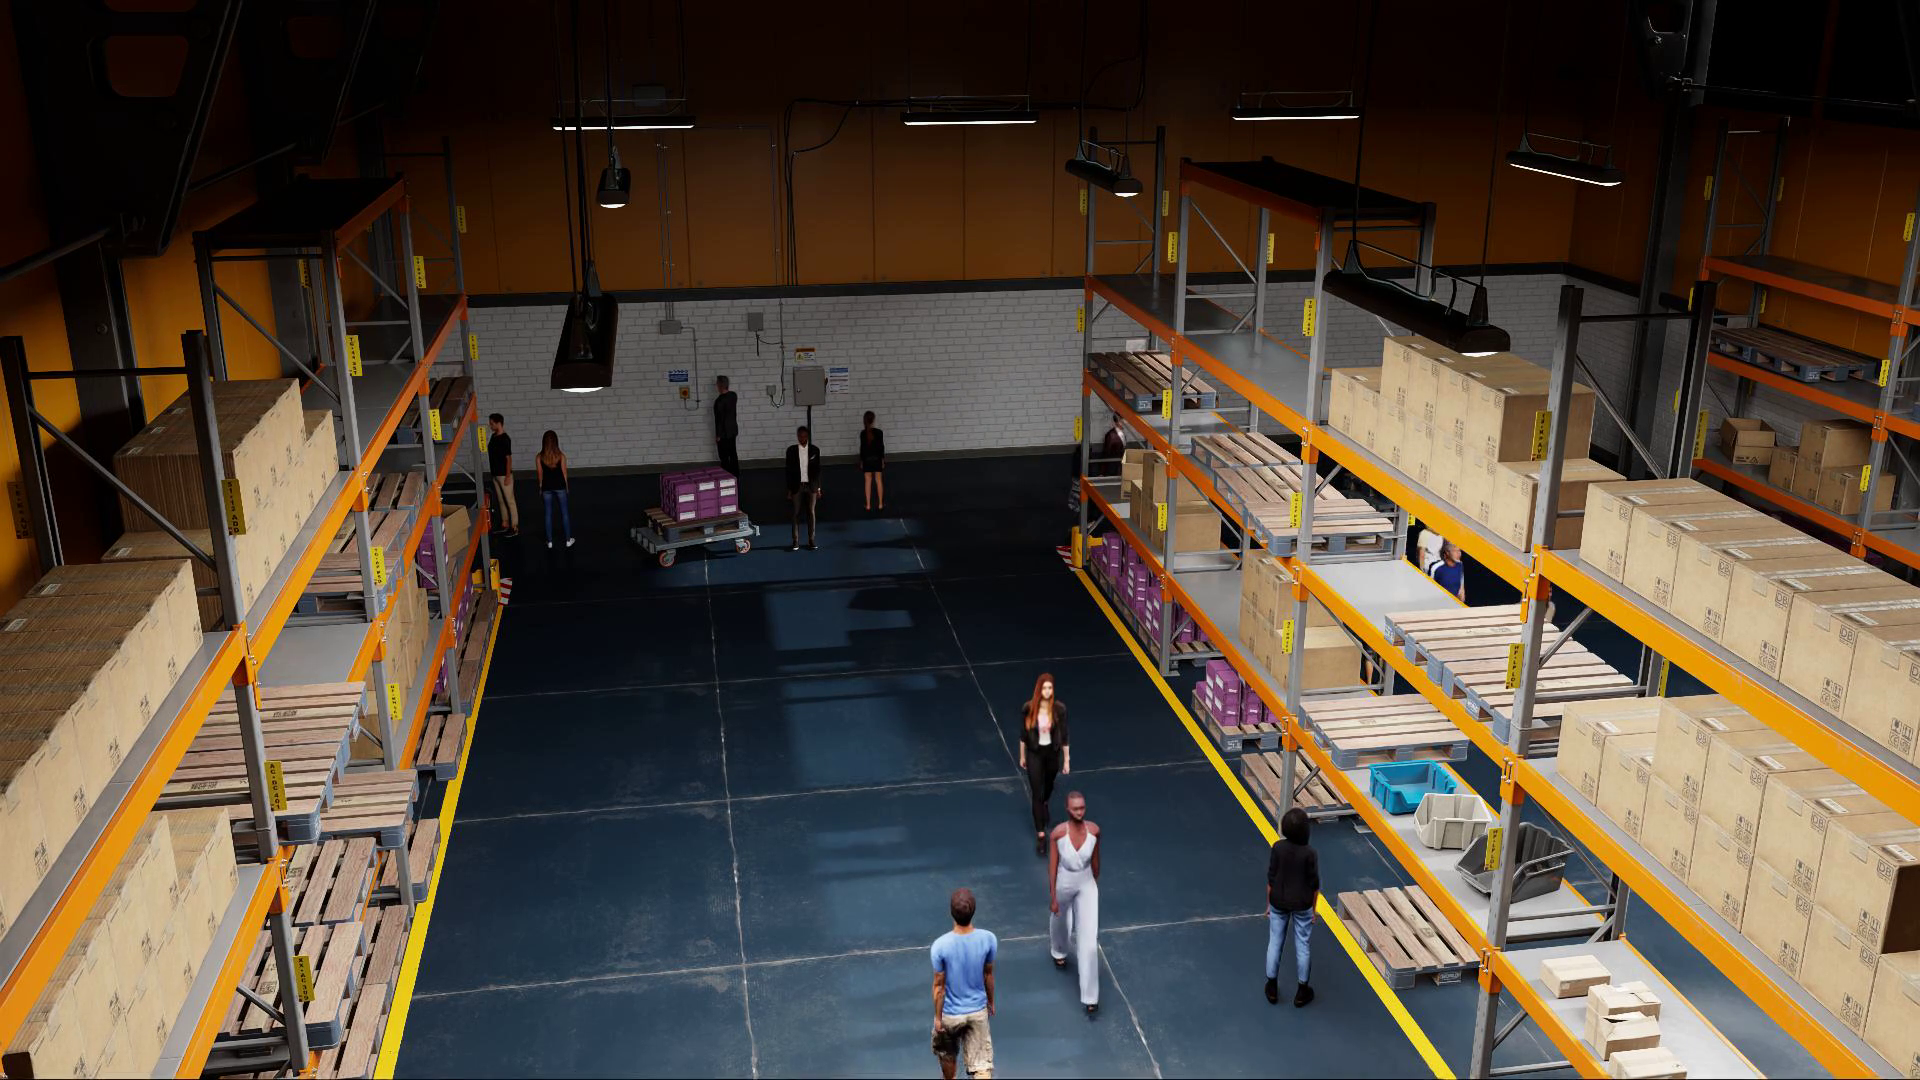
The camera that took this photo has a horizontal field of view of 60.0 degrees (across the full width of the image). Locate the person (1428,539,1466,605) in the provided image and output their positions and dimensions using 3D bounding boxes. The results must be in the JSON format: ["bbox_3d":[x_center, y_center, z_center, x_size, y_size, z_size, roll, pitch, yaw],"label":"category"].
[{"bbox_3d":[5.503,0.801,19.223,0.855,1.808,1.053,-11,21,-29],"label":"person"}]

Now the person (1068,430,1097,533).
[{"bbox_3d":[1.860,-0.923,24.470,0.760,1.726,0.679,2,19,6],"label":"person"}]

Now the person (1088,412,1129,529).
[{"bbox_3d":[2.175,-1.029,24.667,1.135,1.802,1.182,5,19,15],"label":"person"}]

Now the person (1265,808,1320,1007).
[{"bbox_3d":[2.621,2.898,13.164,0.665,1.701,0.689,7,20,19],"label":"person"}]

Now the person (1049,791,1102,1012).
[{"bbox_3d":[0.881,2.811,13.390,0.604,1.722,1.154,-3,19,-8],"label":"person"}]

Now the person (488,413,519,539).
[{"bbox_3d":[-6.715,-0.971,24.418,0.772,1.850,0.659,-17,25,-41],"label":"person"}]

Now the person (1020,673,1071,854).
[{"bbox_3d":[0.800,2.027,15.805,0.745,1.666,1.193,0,19,-1],"label":"person"}]

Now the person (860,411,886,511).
[{"bbox_3d":[-1.353,-1.236,25.671,0.550,1.554,0.549,-2,19,-5],"label":"person"}]

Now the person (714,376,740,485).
[{"bbox_3d":[-3.768,-1.758,26.777,0.873,1.837,0.750,7,20,21],"label":"person"}]

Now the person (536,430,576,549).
[{"bbox_3d":[-5.843,-0.740,23.934,0.594,1.723,0.521,-3,19,-7],"label":"person"}]

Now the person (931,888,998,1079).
[{"bbox_3d":[0.046,3.346,11.628,0.679,1.833,1.159,-5,19,-13],"label":"person"}]

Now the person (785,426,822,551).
[{"bbox_3d":[-2.249,-0.756,23.855,0.658,1.802,0.562,-4,19,-12],"label":"person"}]
